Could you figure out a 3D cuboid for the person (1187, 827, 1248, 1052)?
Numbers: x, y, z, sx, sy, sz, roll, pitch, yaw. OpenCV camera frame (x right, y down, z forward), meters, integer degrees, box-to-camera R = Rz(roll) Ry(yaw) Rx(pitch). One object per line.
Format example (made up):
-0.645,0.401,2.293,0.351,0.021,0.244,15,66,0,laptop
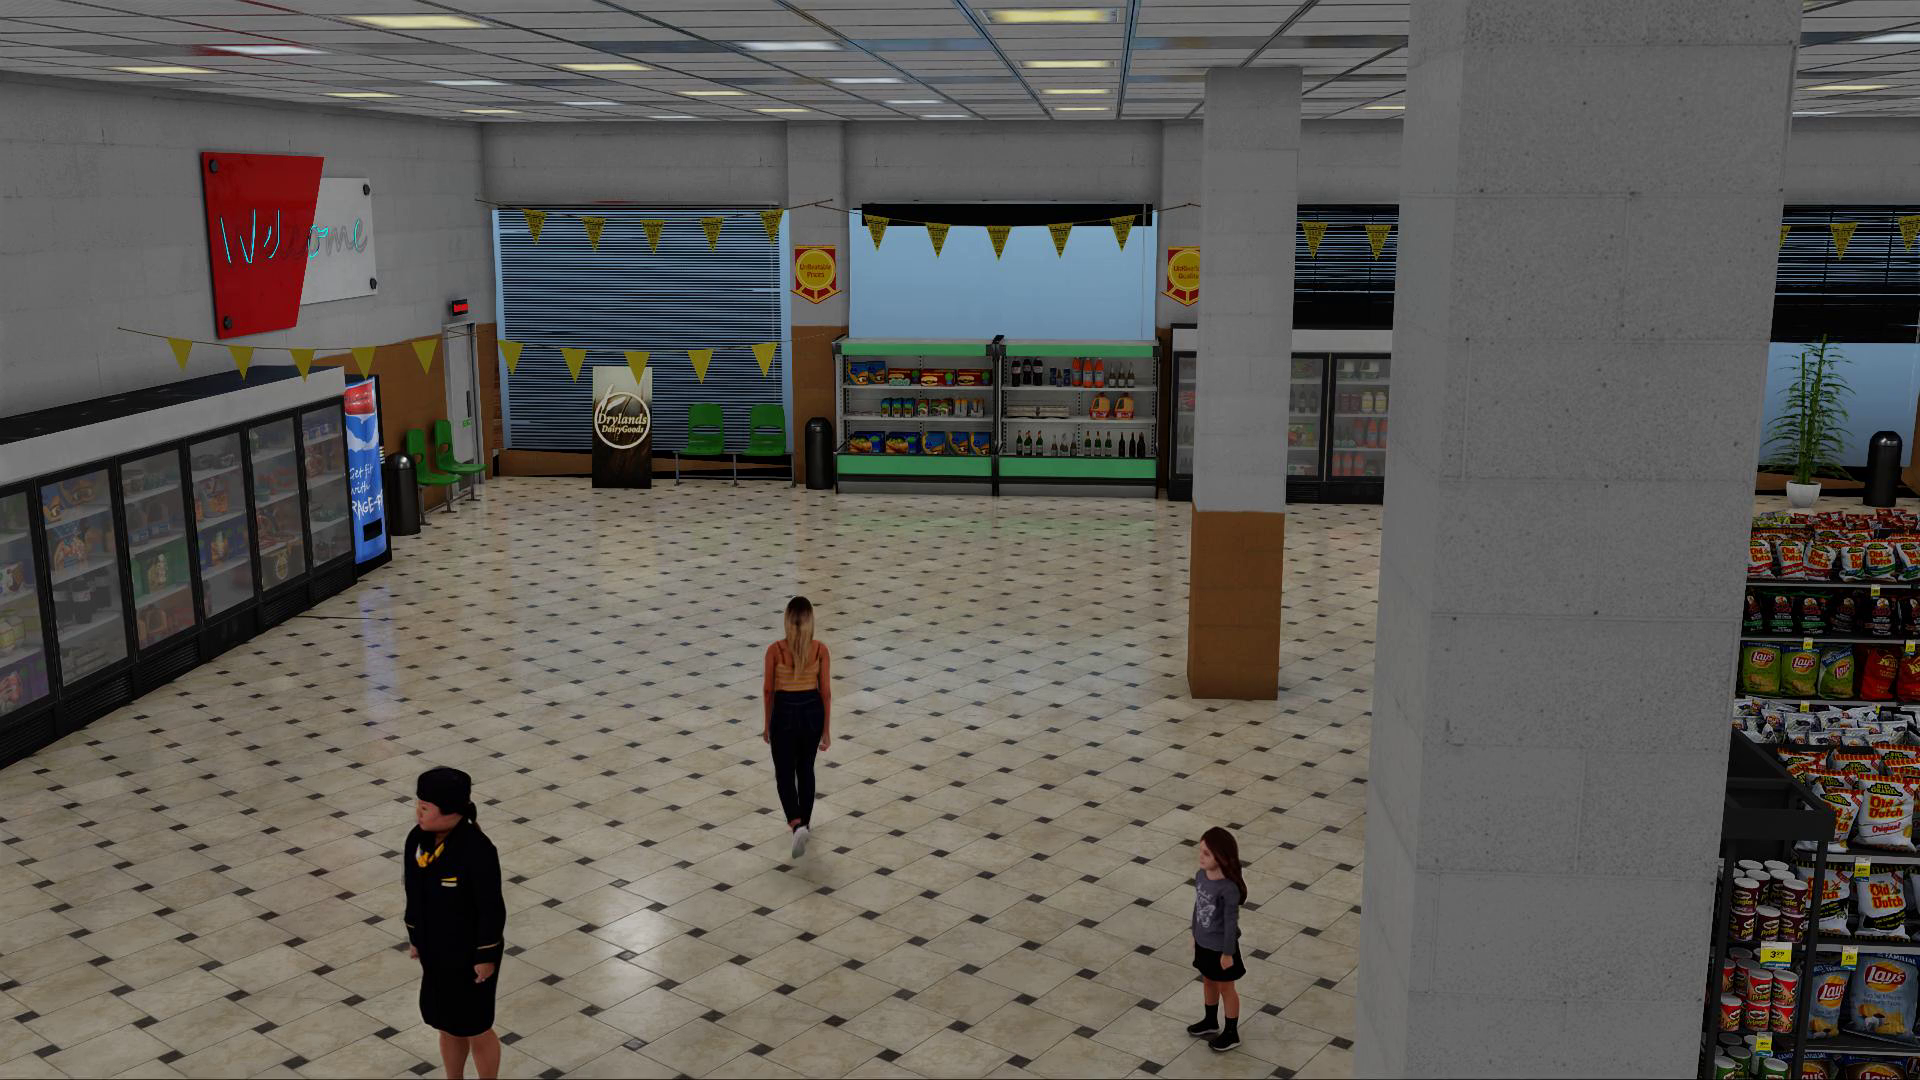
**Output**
1.250,1.908,8.037,0.566,1.105,0.532,-6,13,-27,person

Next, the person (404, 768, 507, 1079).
-2.177,1.790,7.225,0.731,1.671,0.851,7,14,31,person

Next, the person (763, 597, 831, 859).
-0.999,1.177,10.288,1.009,1.608,0.860,-3,12,-15,person
